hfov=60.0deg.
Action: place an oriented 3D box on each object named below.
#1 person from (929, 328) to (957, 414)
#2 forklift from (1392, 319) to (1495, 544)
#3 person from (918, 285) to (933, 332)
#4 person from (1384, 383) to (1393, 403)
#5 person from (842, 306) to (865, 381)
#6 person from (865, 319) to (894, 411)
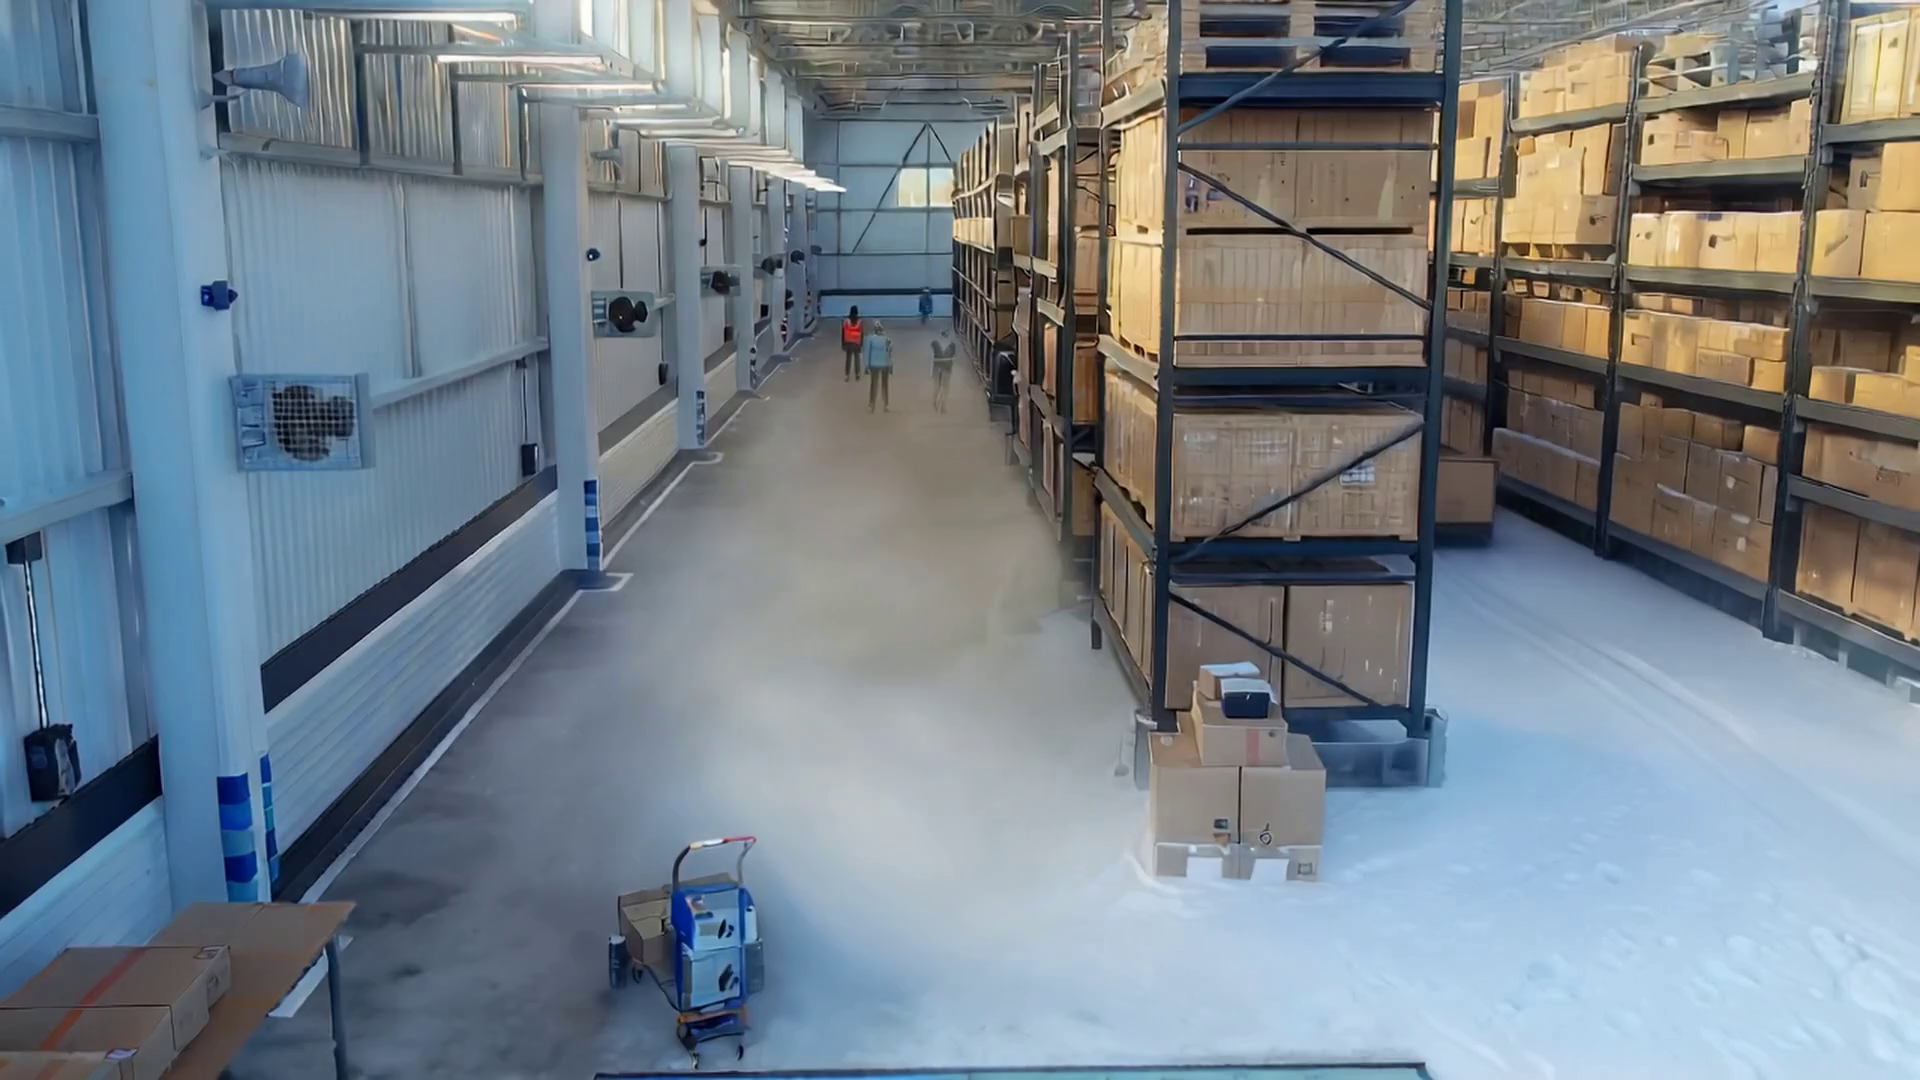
[{"bbox_3d":[-0.358,-3.568,35.139,0.603,1.830,0.452,-2,11,-11],"label":"person"},{"bbox_3d":[5.761,-1.398,21.122,1.873,2.768,1.129,0,11,-2],"label":"forklift"},{"bbox_3d":[-1.251,-8.558,61.468,0.492,1.697,0.905,7,13,31],"label":"person"},{"bbox_3d":[7.798,-2.574,29.780,0.401,1.910,0.642,2,11,12],"label":"person"},{"bbox_3d":[-2.729,-5.029,42.549,0.590,1.911,0.392,-4,12,-19],"label":"person"},{"bbox_3d":[-1.728,-3.744,35.671,0.618,1.986,0.409,-2,11,-11],"label":"person"}]
